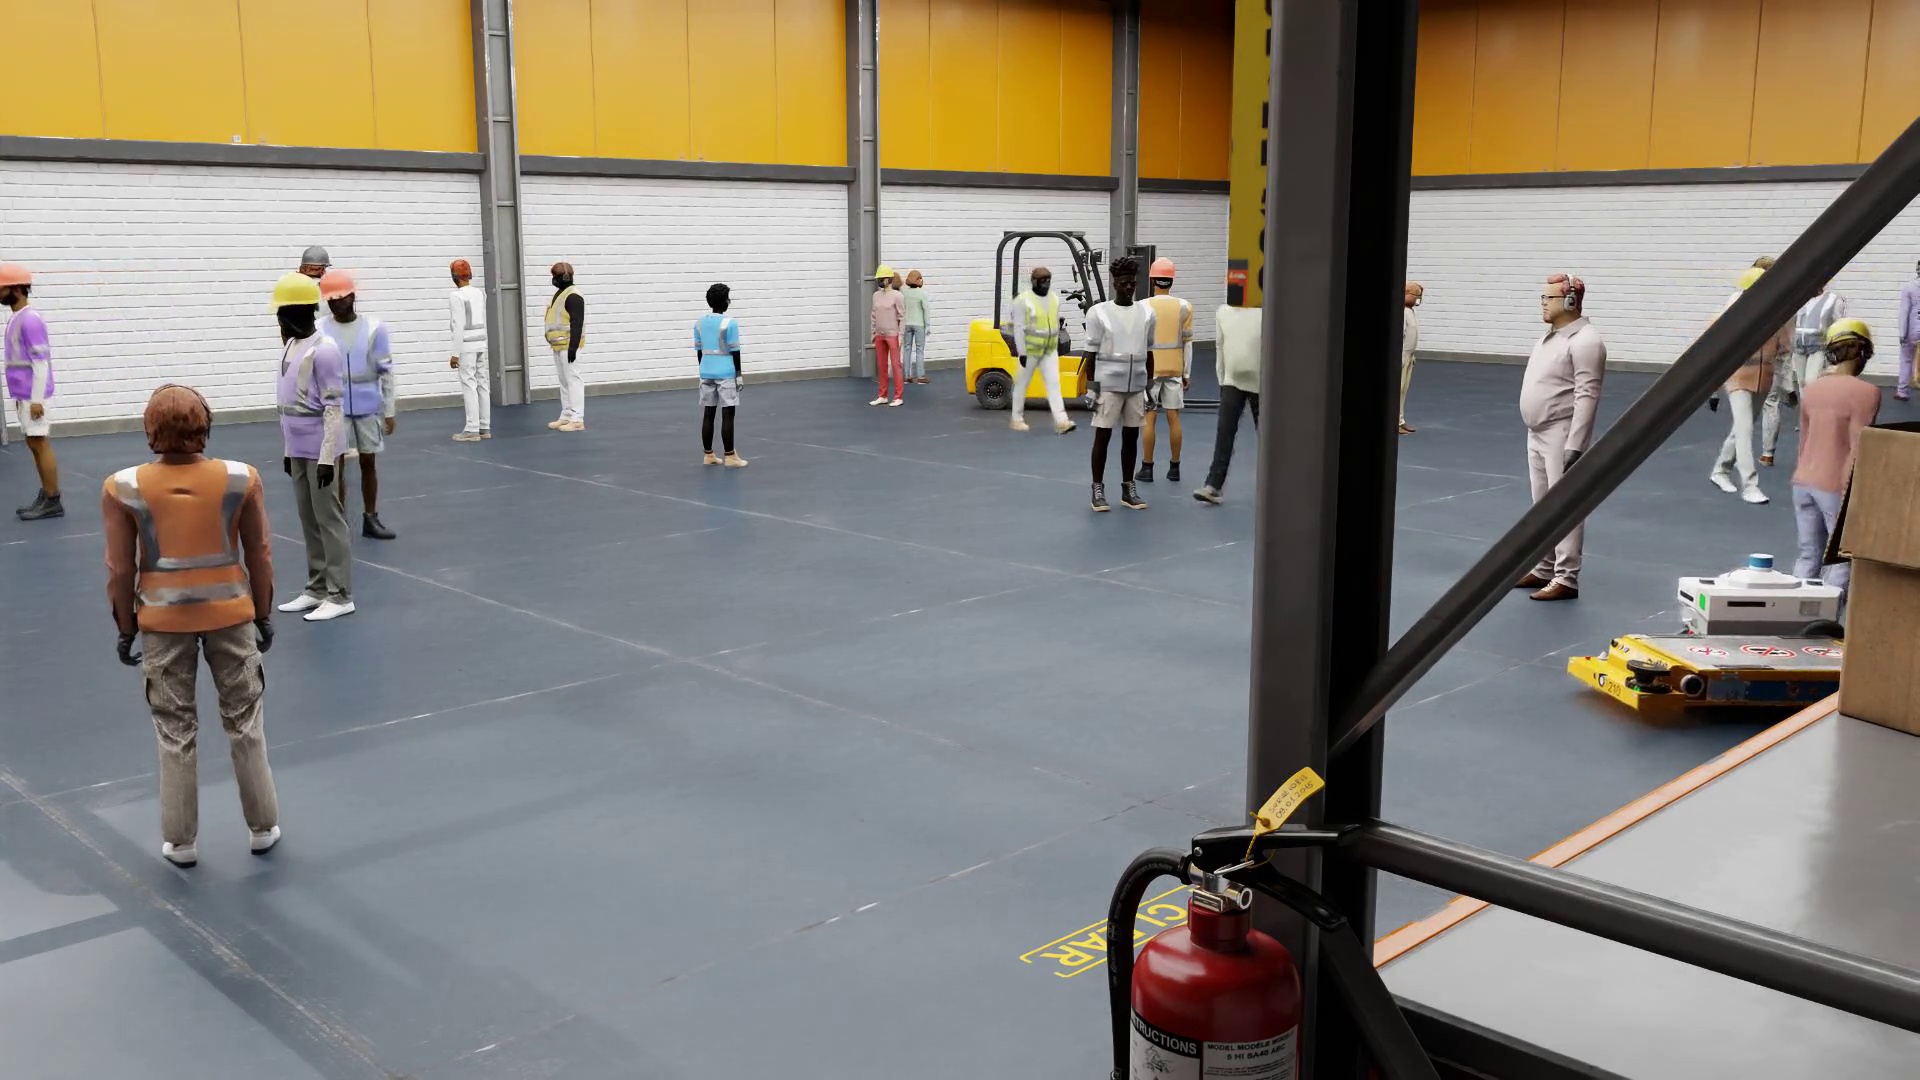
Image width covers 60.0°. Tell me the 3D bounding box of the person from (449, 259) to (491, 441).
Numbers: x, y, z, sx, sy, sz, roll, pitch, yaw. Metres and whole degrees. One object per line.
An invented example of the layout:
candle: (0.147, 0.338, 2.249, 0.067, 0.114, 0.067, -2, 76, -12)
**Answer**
person: (-5.127, -1.975, 17.338, 0.357, 1.885, 0.573, 3, 11, 15)

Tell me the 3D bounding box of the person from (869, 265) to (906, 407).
person: (-0.919, -2.549, 20.794, 0.533, 1.767, 0.327, 8, 13, 39)

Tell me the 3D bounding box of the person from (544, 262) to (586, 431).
person: (-4.324, -2.115, 18.226, 0.429, 1.844, 0.627, -6, 12, -31)

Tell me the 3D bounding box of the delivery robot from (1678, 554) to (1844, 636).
delivery robot: (3.954, 0.312, 8.241, 0.707, 0.478, 0.477, 1, 10, 4)

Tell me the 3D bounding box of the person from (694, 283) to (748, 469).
person: (-2.200, -1.499, 15.260, 0.535, 1.697, 0.318, 7, 12, 33)

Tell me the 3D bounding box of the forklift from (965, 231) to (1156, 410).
forklift: (1.222, -2.721, 20.561, 2.313, 2.155, 1.214, 2, 11, 13)

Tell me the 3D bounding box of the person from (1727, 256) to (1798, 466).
person: (7.378, -1.645, 15.390, 0.627, 1.941, 0.371, 1, 10, 7)

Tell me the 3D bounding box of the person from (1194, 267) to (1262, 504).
person: (2.260, -1.246, 13.215, 0.632, 1.931, 1.000, 8, 13, 37)

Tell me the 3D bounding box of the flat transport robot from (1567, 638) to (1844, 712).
flat transport robot: (3.619, 0.604, 7.615, 1.431, 0.197, 0.652, 0, 9, -7)

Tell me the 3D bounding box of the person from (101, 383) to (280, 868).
person: (-2.588, 0.294, 5.632, 0.515, 1.641, 0.315, -5, 12, -26)

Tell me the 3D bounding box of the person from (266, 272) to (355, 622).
person: (-3.619, -0.515, 9.265, 0.362, 1.927, 0.587, -10, 14, -43)

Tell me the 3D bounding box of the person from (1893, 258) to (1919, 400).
person: (12.312, -2.683, 21.222, 0.632, 1.881, 0.877, 2, 11, 10)

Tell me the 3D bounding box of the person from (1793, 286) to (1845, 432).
person: (9.142, -2.060, 18.005, 0.712, 1.807, 0.631, -7, 12, -33)

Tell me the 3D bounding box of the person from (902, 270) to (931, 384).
person: (-0.648, -3.059, 23.939, 0.500, 1.633, 0.283, 6, 12, 29)

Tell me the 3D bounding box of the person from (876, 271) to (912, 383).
person: (-0.936, -3.083, 24.109, 0.368, 1.630, 0.508, -7, 13, -34)

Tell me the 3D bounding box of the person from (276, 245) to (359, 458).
person: (-6.121, -1.799, 15.952, 0.688, 2.000, 0.535, 1, 10, 7)

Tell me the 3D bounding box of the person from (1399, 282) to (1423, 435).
person: (4.811, -1.961, 17.950, 0.284, 1.633, 0.498, 6, 12, 31)

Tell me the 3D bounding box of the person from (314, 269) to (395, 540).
person: (-4.192, -0.903, 11.469, 0.558, 1.908, 0.572, -4, 11, -19)

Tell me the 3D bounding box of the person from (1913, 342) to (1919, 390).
person: (8.858, -1.512, 14.936, 0.507, 1.842, 0.351, 5, 11, 24)

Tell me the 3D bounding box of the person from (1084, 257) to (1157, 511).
person: (1.253, -1.205, 12.916, 0.610, 1.964, 0.366, -4, 11, -19)

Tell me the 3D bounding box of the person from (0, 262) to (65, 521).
person: (-7.028, -1.115, 12.511, 0.372, 1.935, 0.552, -8, 13, -37)

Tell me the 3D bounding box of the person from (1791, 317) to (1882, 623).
person: (4.359, -0.244, 8.326, 0.455, 1.723, 0.549, -2, 11, -12)

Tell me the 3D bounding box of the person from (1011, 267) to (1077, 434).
person: (0.858, -2.035, 17.933, 0.648, 1.786, 0.966, -6, 12, -31)

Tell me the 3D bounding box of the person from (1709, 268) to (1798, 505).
person: (6.400, -1.267, 13.519, 0.603, 1.877, 1.002, -2, 11, -9)

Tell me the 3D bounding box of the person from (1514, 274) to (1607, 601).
person: (3.495, -0.602, 9.790, 0.407, 1.910, 0.638, -1, 10, -5)

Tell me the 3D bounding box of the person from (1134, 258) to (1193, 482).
person: (1.734, -1.466, 14.419, 0.552, 1.936, 0.356, -2, 11, -10)
